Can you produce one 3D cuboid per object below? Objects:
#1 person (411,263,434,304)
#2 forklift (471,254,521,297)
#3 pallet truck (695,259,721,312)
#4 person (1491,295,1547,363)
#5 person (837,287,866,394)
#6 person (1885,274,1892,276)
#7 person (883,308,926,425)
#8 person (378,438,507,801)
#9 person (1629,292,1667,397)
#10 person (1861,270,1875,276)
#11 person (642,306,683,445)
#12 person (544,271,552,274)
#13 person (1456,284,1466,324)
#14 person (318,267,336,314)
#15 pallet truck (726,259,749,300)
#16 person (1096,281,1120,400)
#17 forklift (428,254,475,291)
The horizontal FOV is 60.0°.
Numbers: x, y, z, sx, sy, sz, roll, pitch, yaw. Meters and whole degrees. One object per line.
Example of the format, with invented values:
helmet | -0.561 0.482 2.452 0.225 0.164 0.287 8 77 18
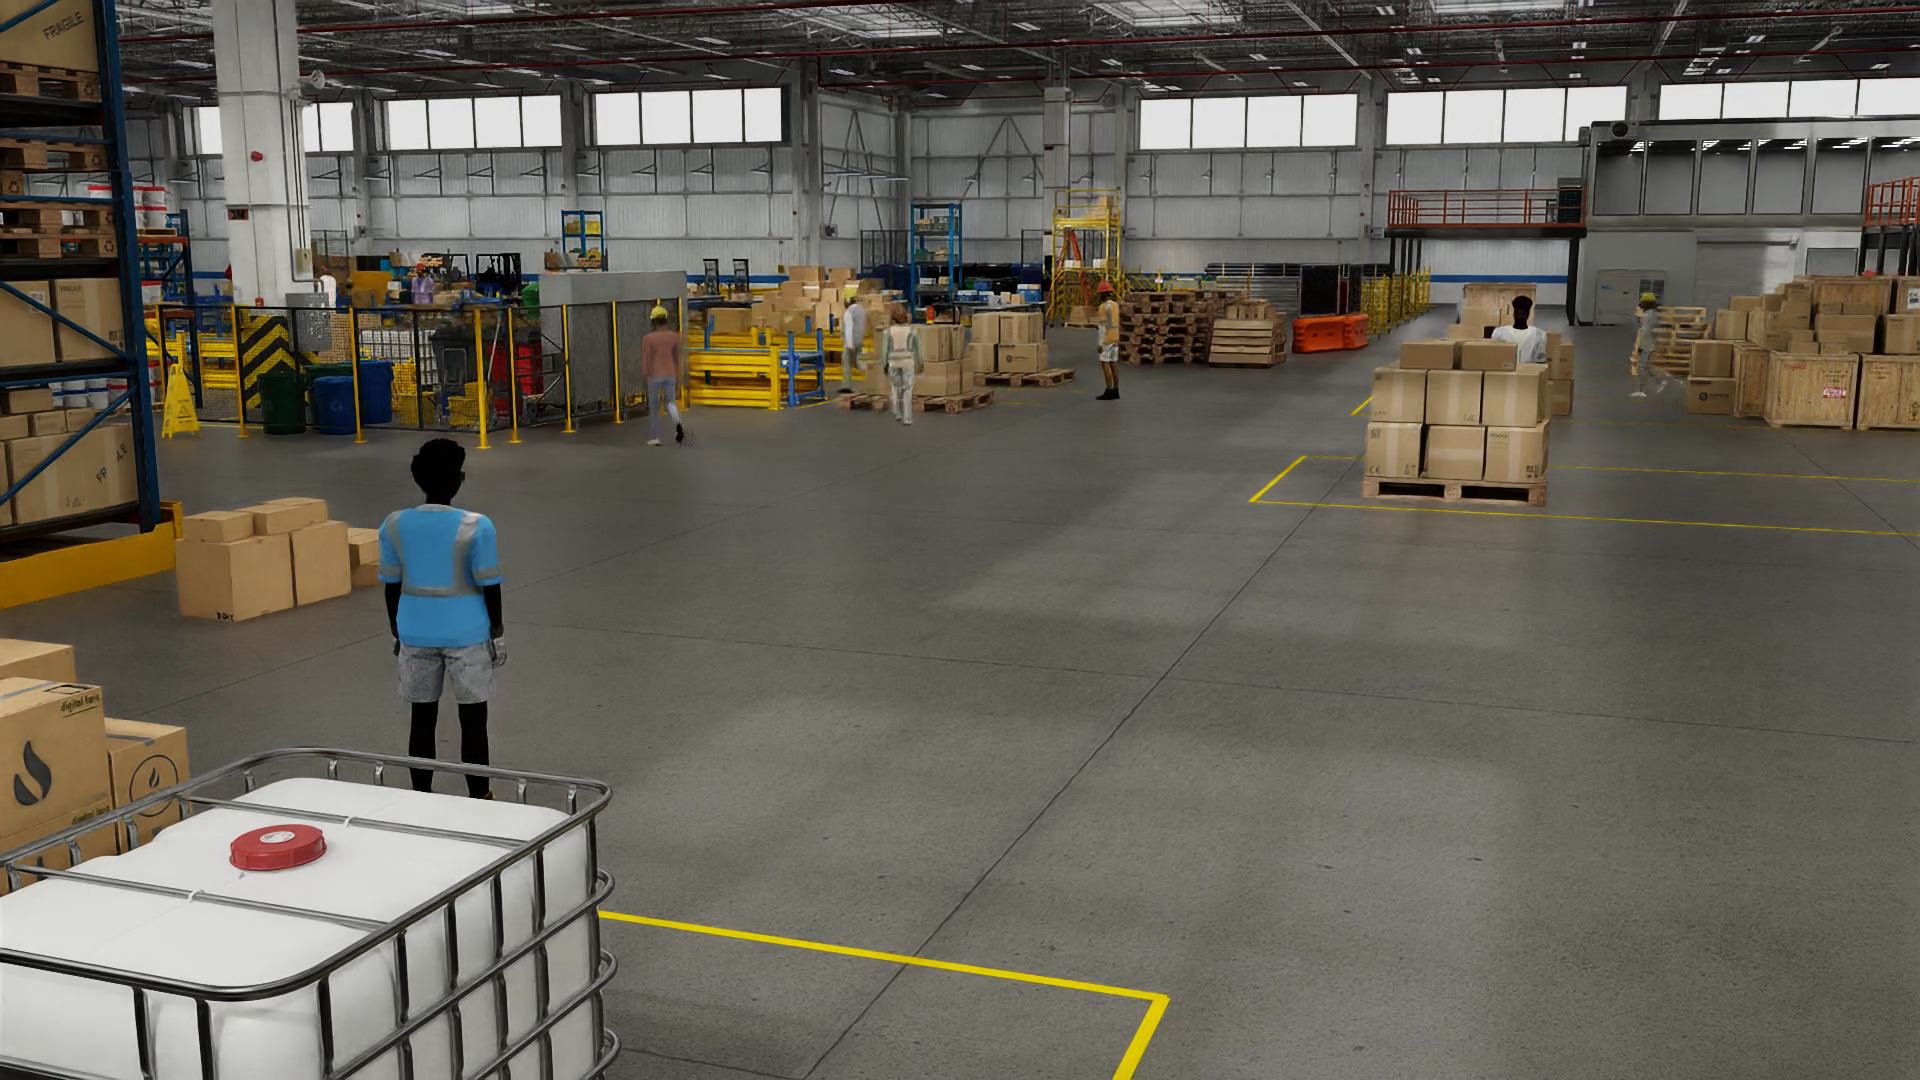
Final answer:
person | -13.819 -6.093 42.748 0.605 2.044 0.374 2 10 11
forklift | -17.990 -10.121 64.684 1.157 1.987 2.680 3 11 17
pallet truck | -9.165 -9.627 62.776 0.823 1.965 1.885 4 11 23
person | 6.072 -1.685 18.157 0.603 1.959 0.379 2 10 10
person | -1.725 -3.335 27.892 0.668 1.807 0.617 5 11 24
person | 21.977 -5.433 39.713 0.513 1.815 0.882 -5 11 -25
person | -0.772 -2.431 23.307 0.581 1.614 0.603 2 10 10
person | -2.183 0.413 7.080 0.542 1.695 0.316 1 10 8
person | 11.368 -3.212 27.417 0.462 1.731 0.489 7 13 36
person | 19.666 -4.911 36.357 0.980 1.951 0.618 2 10 11
person | -3.683 -2.031 20.692 0.560 1.748 0.551 -7 12 -34
person | -9.372 -5.270 38.506 0.700 1.914 0.558 3 10 15
person | 8.773 -3.537 28.935 0.558 1.829 0.914 9 14 43
person | -17.661 -6.658 46.359 0.395 1.900 0.645 4 11 20
pallet truck | -7.986 -9.493 62.019 0.823 1.965 1.885 3 11 17
person | 2.375 -3.226 26.946 0.401 1.926 0.543 6 12 31
forklift | -20.133 -10.254 65.465 1.157 1.987 2.680 3 11 19
